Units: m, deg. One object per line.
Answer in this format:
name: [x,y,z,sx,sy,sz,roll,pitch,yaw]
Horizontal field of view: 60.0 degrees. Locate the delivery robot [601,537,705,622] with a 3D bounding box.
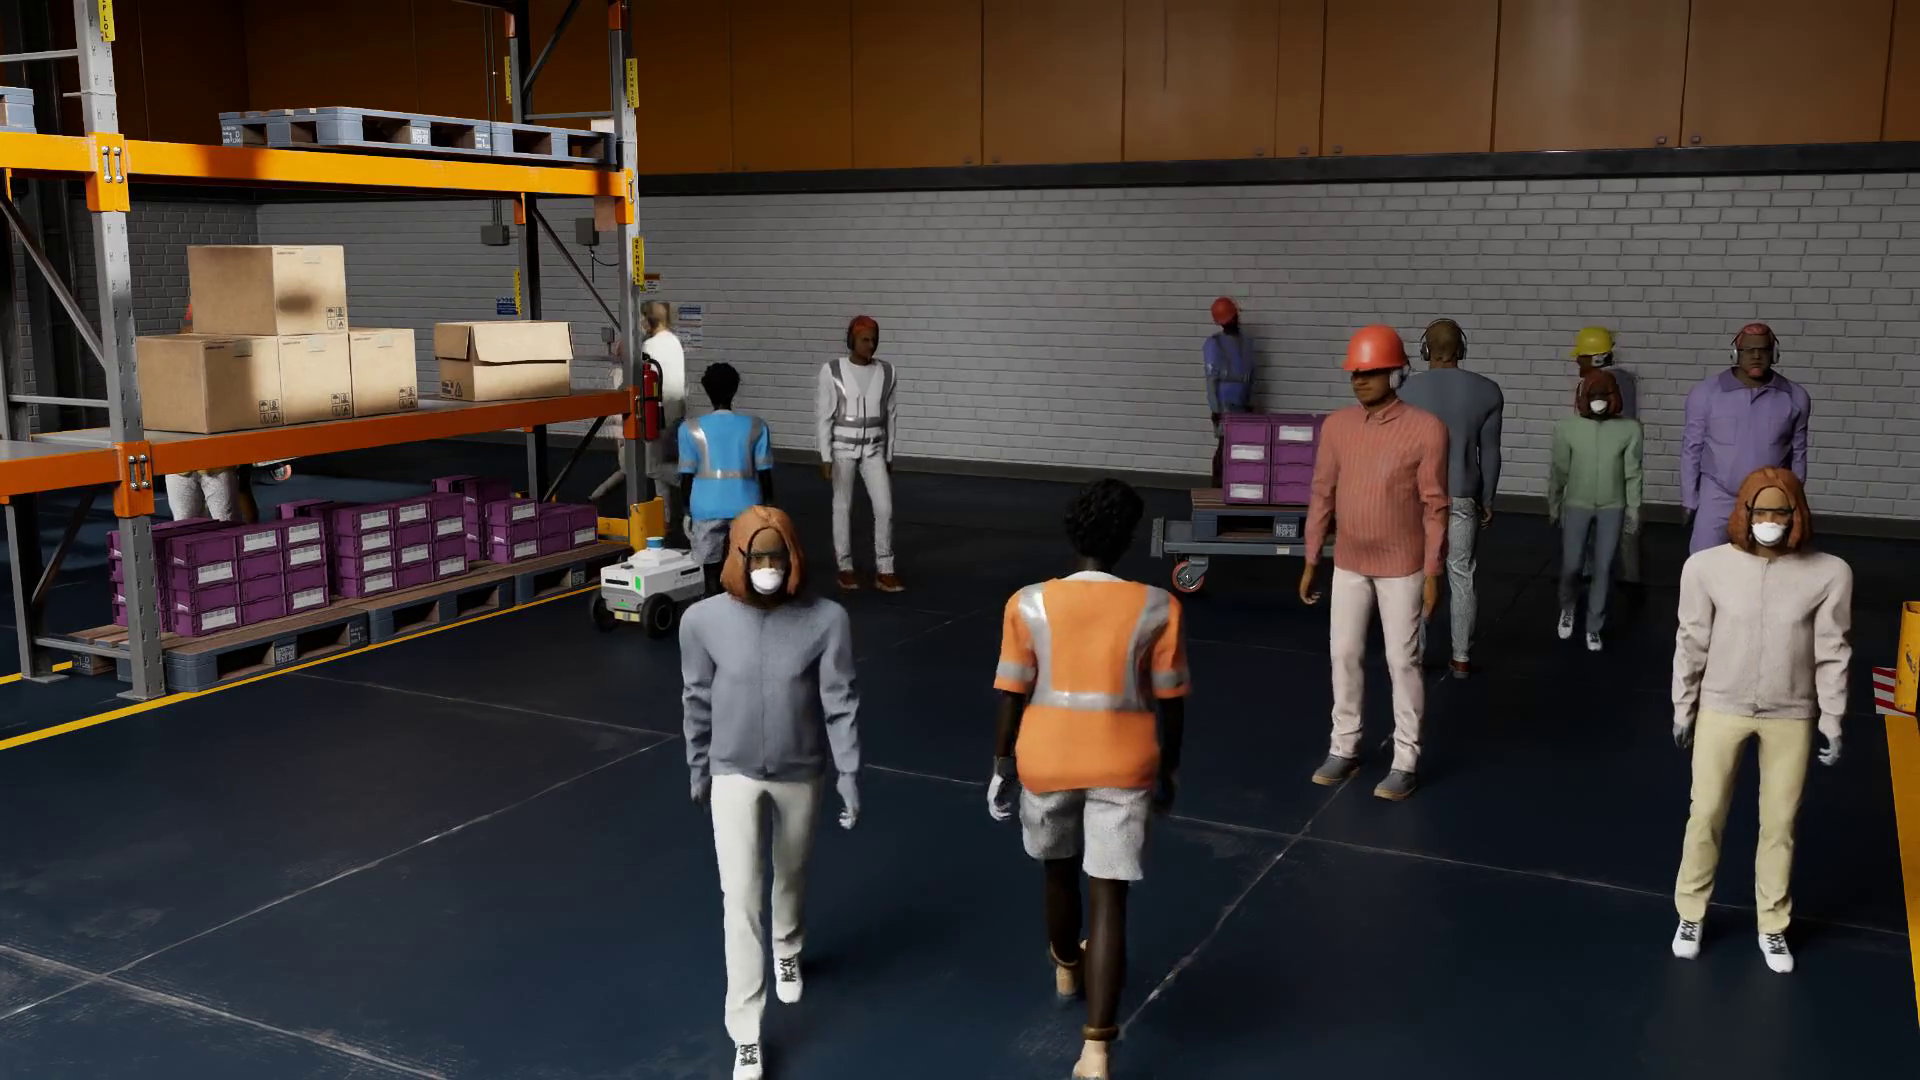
delivery robot: [-1.844,0.223,10.096,0.477,0.478,0.707,6,12,30]

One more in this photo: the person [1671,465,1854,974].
person: [2.536,0.567,5.303,0.506,1.626,0.278,3,10,19]

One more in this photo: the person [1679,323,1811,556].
person: [4.207,-0.206,8.951,0.639,1.911,0.402,2,10,13]

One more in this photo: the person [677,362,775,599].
person: [-1.289,-0.145,9.275,0.544,1.677,0.533,-3,10,-17]

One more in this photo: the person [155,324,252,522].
person: [-4.854,-0.462,10.660,0.626,1.836,0.428,0,10,-3]

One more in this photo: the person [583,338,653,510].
person: [-2.714,-0.844,13.499,0.628,1.607,0.537,-7,12,-36]

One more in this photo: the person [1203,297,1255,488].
person: [2.419,-1.225,14.942,0.574,1.889,0.361,-8,12,-38]

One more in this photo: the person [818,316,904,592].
person: [-0.658,-0.554,11.121,0.598,1.858,0.762,-4,11,-22]

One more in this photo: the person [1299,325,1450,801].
person: [1.729,0.098,7.007,0.438,1.982,0.625,-9,13,-43]

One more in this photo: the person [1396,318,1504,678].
person: [2.564,-0.211,8.908,0.627,1.934,0.370,0,10,2]

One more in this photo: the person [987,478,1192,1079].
person: [0.358,0.658,4.692,0.567,1.642,0.897,2,10,12]

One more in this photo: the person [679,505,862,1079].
person: [-0.538,0.679,4.775,0.505,1.578,0.891,-2,10,-9]

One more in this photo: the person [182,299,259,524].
person: [-5.273,-0.753,11.792,0.644,2.018,0.601,7,12,37]

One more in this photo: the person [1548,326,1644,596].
person: [4.292,-0.517,11.090,0.639,1.795,0.574,-8,13,-39]

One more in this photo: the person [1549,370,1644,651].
person: [3.647,-0.163,9.548,0.499,1.620,0.337,2,10,12]

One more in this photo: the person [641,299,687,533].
person: [-2.306,-0.977,13.396,0.684,1.917,0.639,1,10,7]
